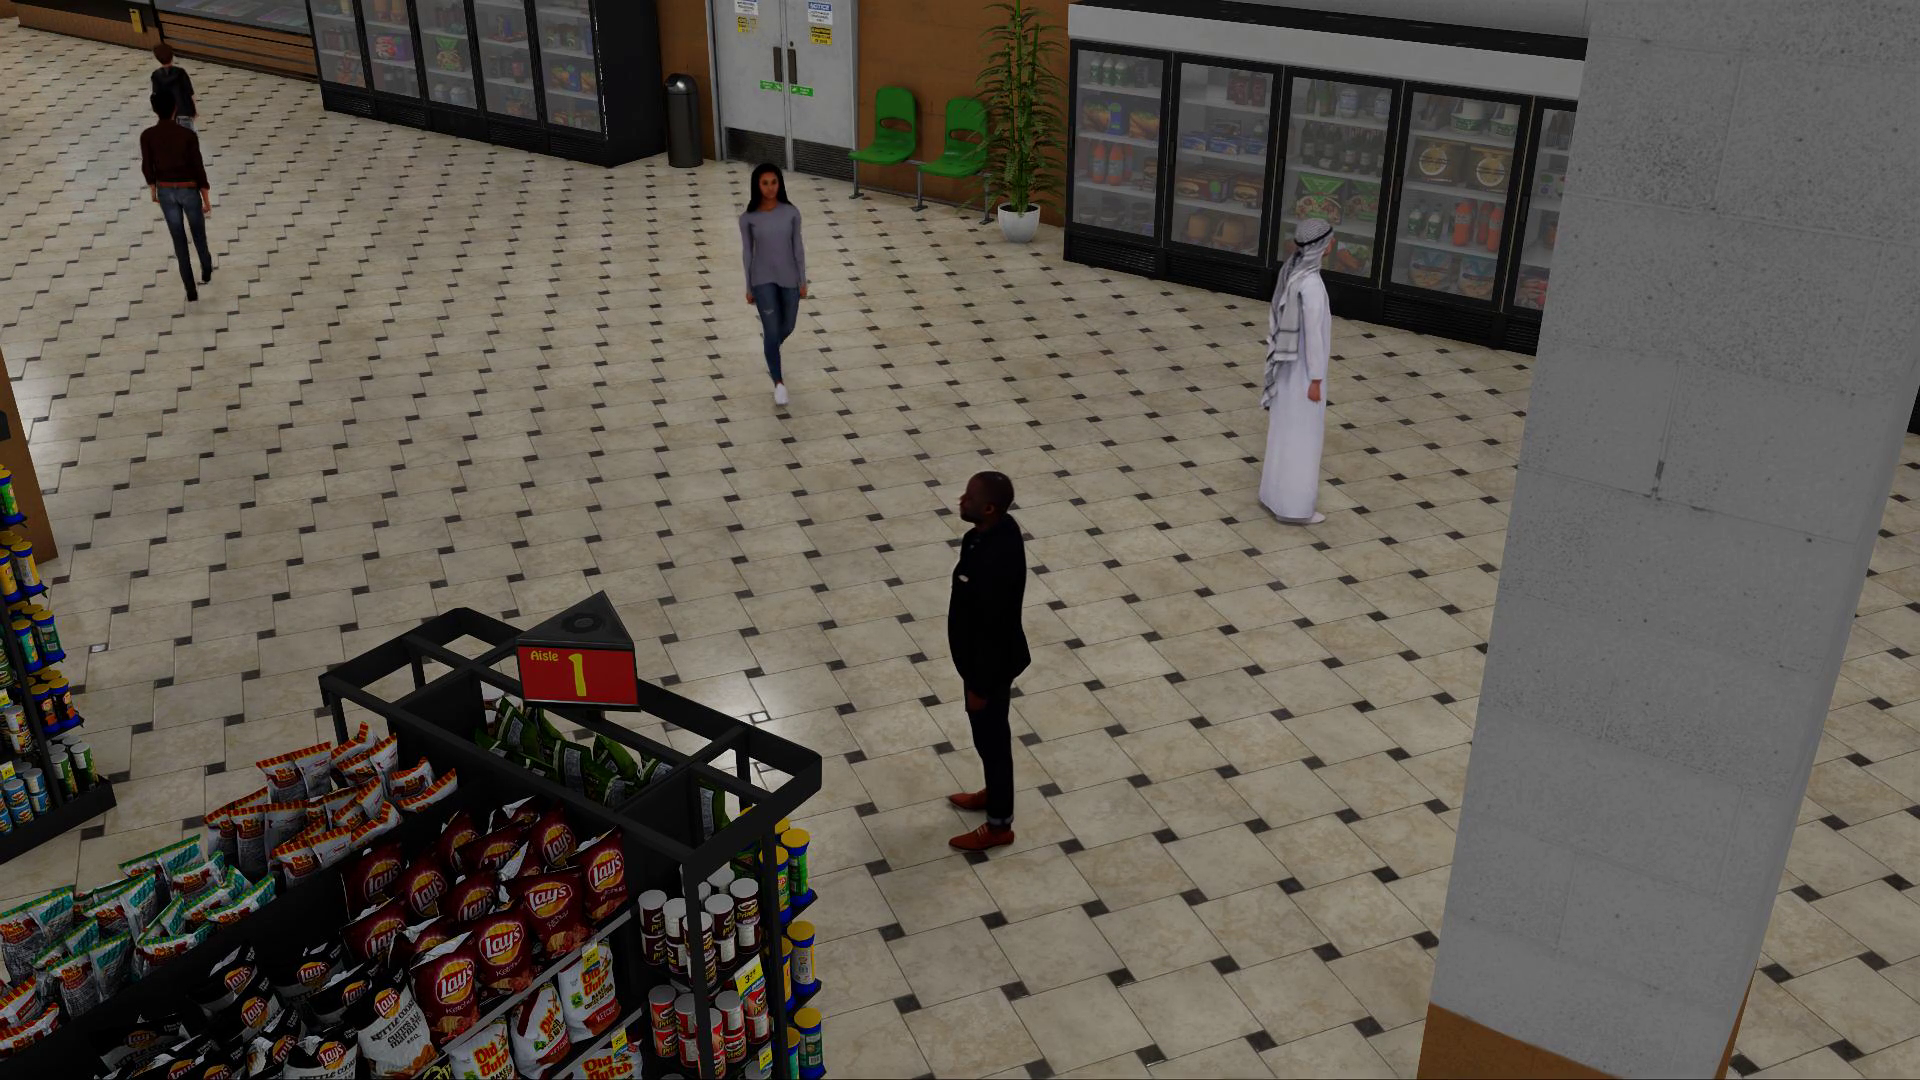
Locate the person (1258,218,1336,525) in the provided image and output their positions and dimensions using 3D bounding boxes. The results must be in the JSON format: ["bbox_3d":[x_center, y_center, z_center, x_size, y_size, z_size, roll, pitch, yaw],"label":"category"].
[{"bbox_3d":[2.093,-1.045,10.253,0.856,1.927,0.794,-4,27,-9],"label":"person"}]

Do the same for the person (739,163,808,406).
[{"bbox_3d":[-1.369,-1.906,12.187,1.088,1.712,1.092,-7,28,-14],"label":"person"}]

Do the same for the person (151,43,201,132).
[{"bbox_3d":[-8.295,-4.484,17.605,0.920,1.411,0.995,-4,27,-7],"label":"person"}]

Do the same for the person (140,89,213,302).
[{"bbox_3d":[-6.603,-2.857,14.043,1.206,1.732,1.153,-9,28,-17],"label":"person"}]

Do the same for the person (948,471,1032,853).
[{"bbox_3d":[0.131,0.524,7.281,0.851,1.817,0.745,0,27,1],"label":"person"}]
